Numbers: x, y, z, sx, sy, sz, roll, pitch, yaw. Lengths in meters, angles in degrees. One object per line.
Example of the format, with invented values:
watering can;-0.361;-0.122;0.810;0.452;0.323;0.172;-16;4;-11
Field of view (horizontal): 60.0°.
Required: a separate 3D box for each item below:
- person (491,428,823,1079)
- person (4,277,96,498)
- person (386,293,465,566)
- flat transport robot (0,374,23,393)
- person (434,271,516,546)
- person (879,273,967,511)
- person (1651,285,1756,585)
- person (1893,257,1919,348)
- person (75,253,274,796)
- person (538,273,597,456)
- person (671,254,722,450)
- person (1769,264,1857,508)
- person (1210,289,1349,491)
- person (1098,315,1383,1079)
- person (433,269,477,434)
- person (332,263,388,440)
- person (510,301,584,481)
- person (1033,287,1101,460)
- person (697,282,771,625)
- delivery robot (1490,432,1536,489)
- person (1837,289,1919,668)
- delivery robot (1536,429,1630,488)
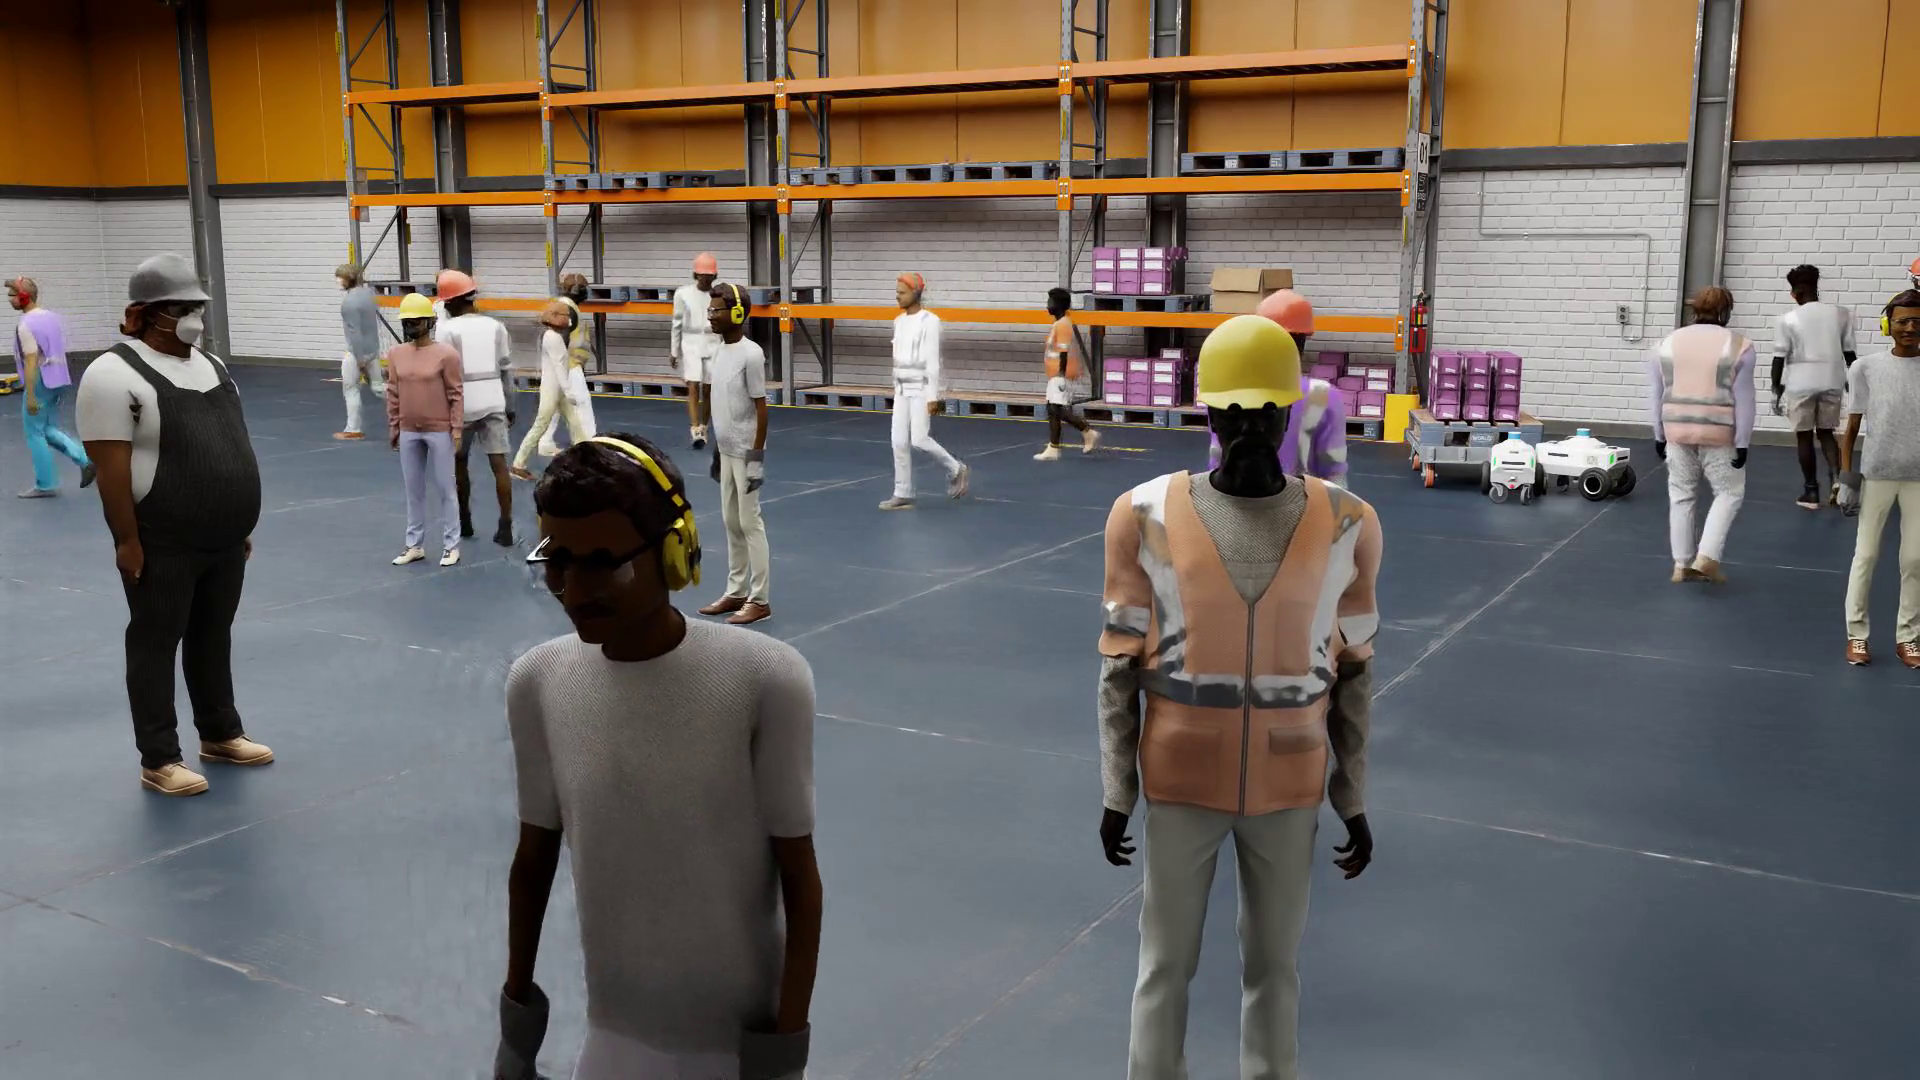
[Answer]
person;-0.447;0.734;2.510;0.744;1.820;0.539;3;10;15
person;-7.481;-1.240;13.635;0.526;1.822;0.601;-1;10;-7
person;-3.461;-0.705;10.763;0.525;1.769;0.327;2;10;12
flat transport robot;-13.697;-2.225;23.605;0.652;0.197;1.431;-2;10;-12
person;-3.398;-0.925;11.636;0.648;1.887;0.896;-8;13;-39
person;-0.304;-1.163;13.079;0.691;1.863;0.587;-7;12;-36
person;4.522;-0.625;10.126;0.636;1.837;0.477;10;14;43
person;8.273;-1.460;14.392;0.382;1.995;0.612;5;11;27
person;-2.948;-0.069;6.386;0.537;2.000;0.682;3;10;16
person;-3.780;-1.715;16.381;0.863;1.797;0.641;-3;10;-17
person;-2.613;-1.907;16.951;0.629;1.982;1.035;-2;10;-14
person;6.731;-1.203;13.115;0.690;1.928;0.513;1;10;5
person;1.240;-0.035;6.595;0.552;1.908;0.867;5;11;25
person;0.580;0.499;3.486;0.585;1.929;0.370;0;10;1
person;-5.548;-2.076;18.370;1.036;1.830;0.583;8;13;37
person;-6.268;-1.986;17.679;0.875;1.893;0.676;1;10;5
person;-3.589;-1.311;14.706;0.865;1.591;0.510;-1;10;-5
person;1.024;-1.584;15.987;0.560;1.680;0.546;0;10;-3
person;-1.230;-0.468;9.126;0.335;1.873;0.521;-6;12;-32
delivery robot;4.507;-0.639;13.554;0.477;0.478;0.707;3;11;17
person;4.615;-0.295;8.186;0.514;1.866;0.333;3;11;17
delivery robot;5.154;-0.681;13.788;0.477;0.478;0.707;-9;14;-42
